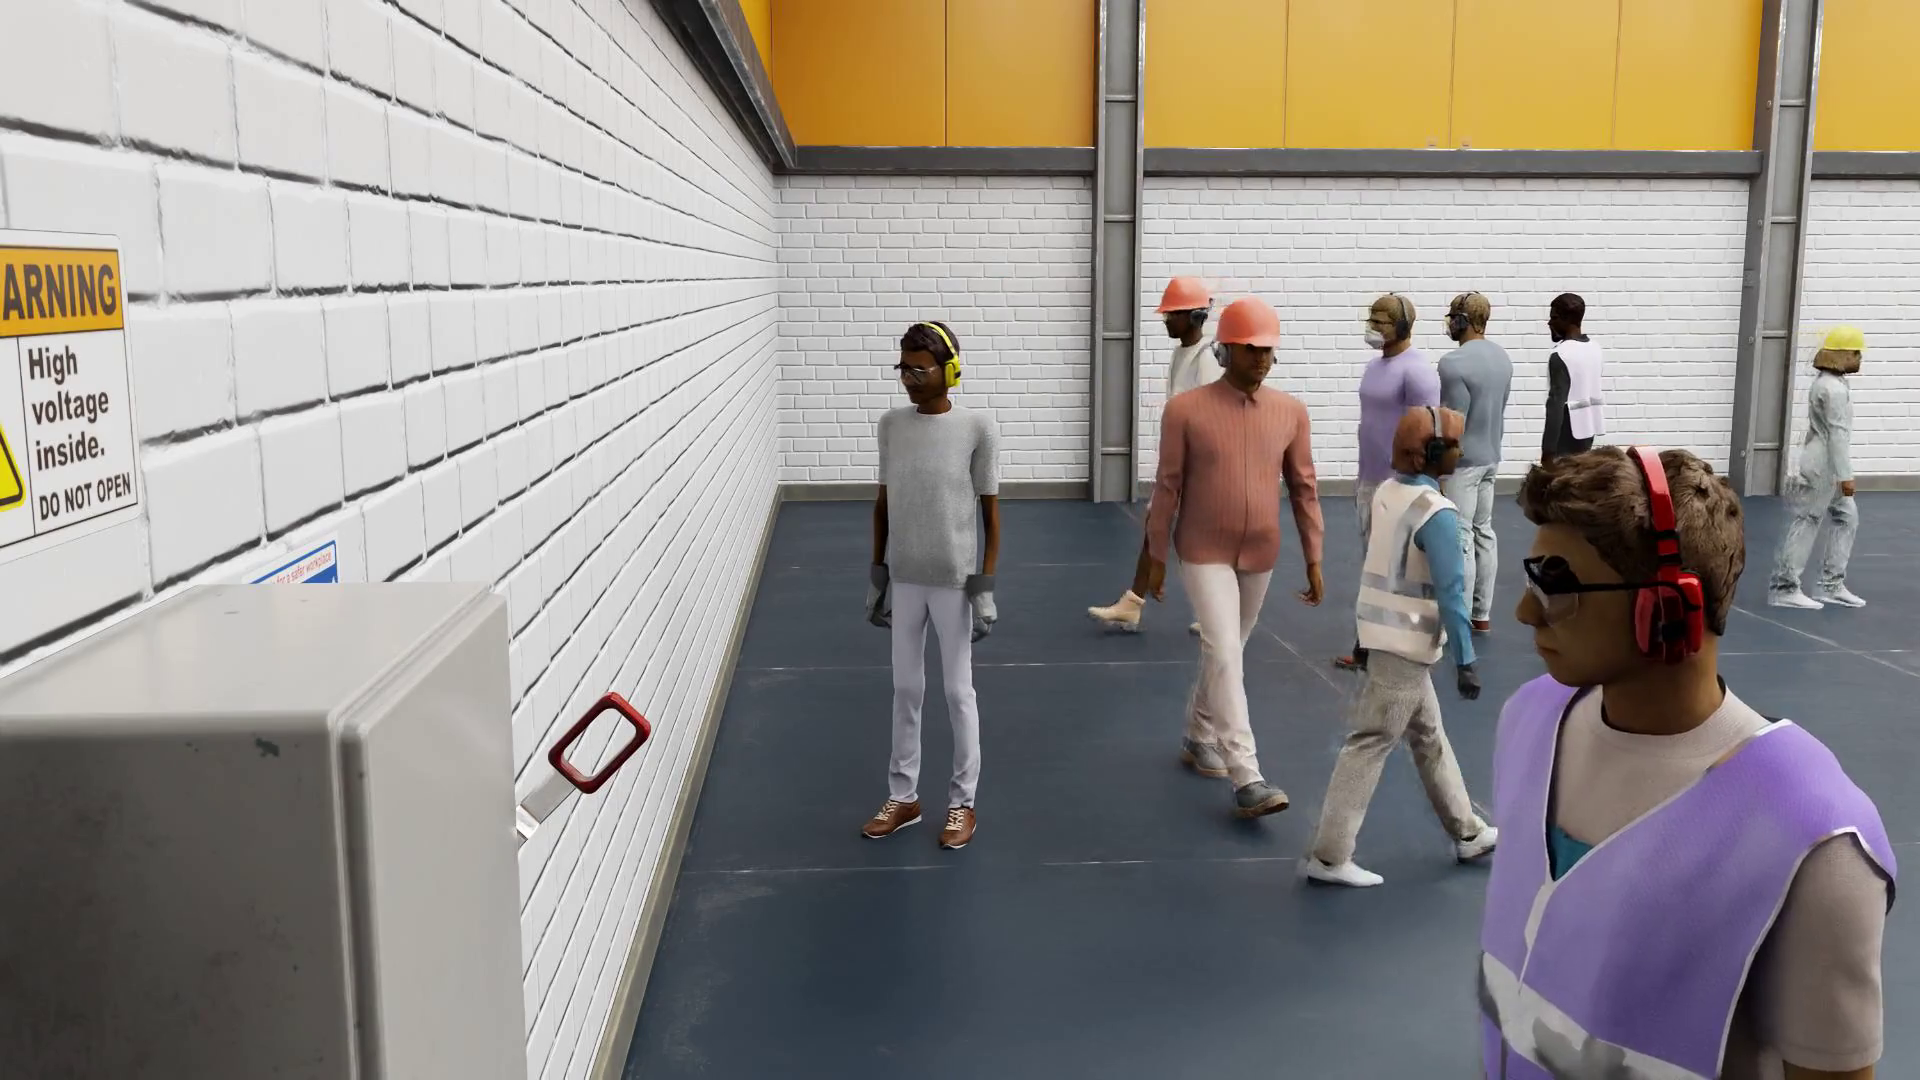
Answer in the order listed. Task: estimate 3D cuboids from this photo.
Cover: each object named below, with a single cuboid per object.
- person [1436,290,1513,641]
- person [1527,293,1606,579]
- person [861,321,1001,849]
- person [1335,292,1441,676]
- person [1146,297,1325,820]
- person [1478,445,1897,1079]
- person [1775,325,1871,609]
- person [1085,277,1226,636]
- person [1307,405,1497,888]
[{"bbox_3d":[2.780,-0.398,9.185,0.376,1.938,0.639,9,13,44],"label":"person"},{"bbox_3d":[4.032,-0.665,10.967,0.384,1.907,0.599,9,13,44],"label":"person"},{"bbox_3d":[-0.104,0.163,5.905,0.519,1.862,0.326,4,10,24],"label":"person"},{"bbox_3d":[2.152,-0.264,8.349,0.386,1.937,0.661,-2,9,-11],"label":"person"},{"bbox_3d":[1.077,0.050,6.370,0.638,1.935,1.033,-3,9,-17],"label":"person"},{"bbox_3d":[0.794,0.805,1.932,0.387,1.838,0.565,-2,9,-14],"label":"person"},{"bbox_3d":[5.279,-0.421,9.984,0.659,1.714,0.500,3,10,20],"label":"person"},{"bbox_3d":[1.168,-0.437,9.210,0.970,2.000,0.638,-2,9,-14],"label":"person"},{"bbox_3d":[1.538,0.360,5.482,0.845,1.593,0.537,-1,9,-5],"label":"person"}]
